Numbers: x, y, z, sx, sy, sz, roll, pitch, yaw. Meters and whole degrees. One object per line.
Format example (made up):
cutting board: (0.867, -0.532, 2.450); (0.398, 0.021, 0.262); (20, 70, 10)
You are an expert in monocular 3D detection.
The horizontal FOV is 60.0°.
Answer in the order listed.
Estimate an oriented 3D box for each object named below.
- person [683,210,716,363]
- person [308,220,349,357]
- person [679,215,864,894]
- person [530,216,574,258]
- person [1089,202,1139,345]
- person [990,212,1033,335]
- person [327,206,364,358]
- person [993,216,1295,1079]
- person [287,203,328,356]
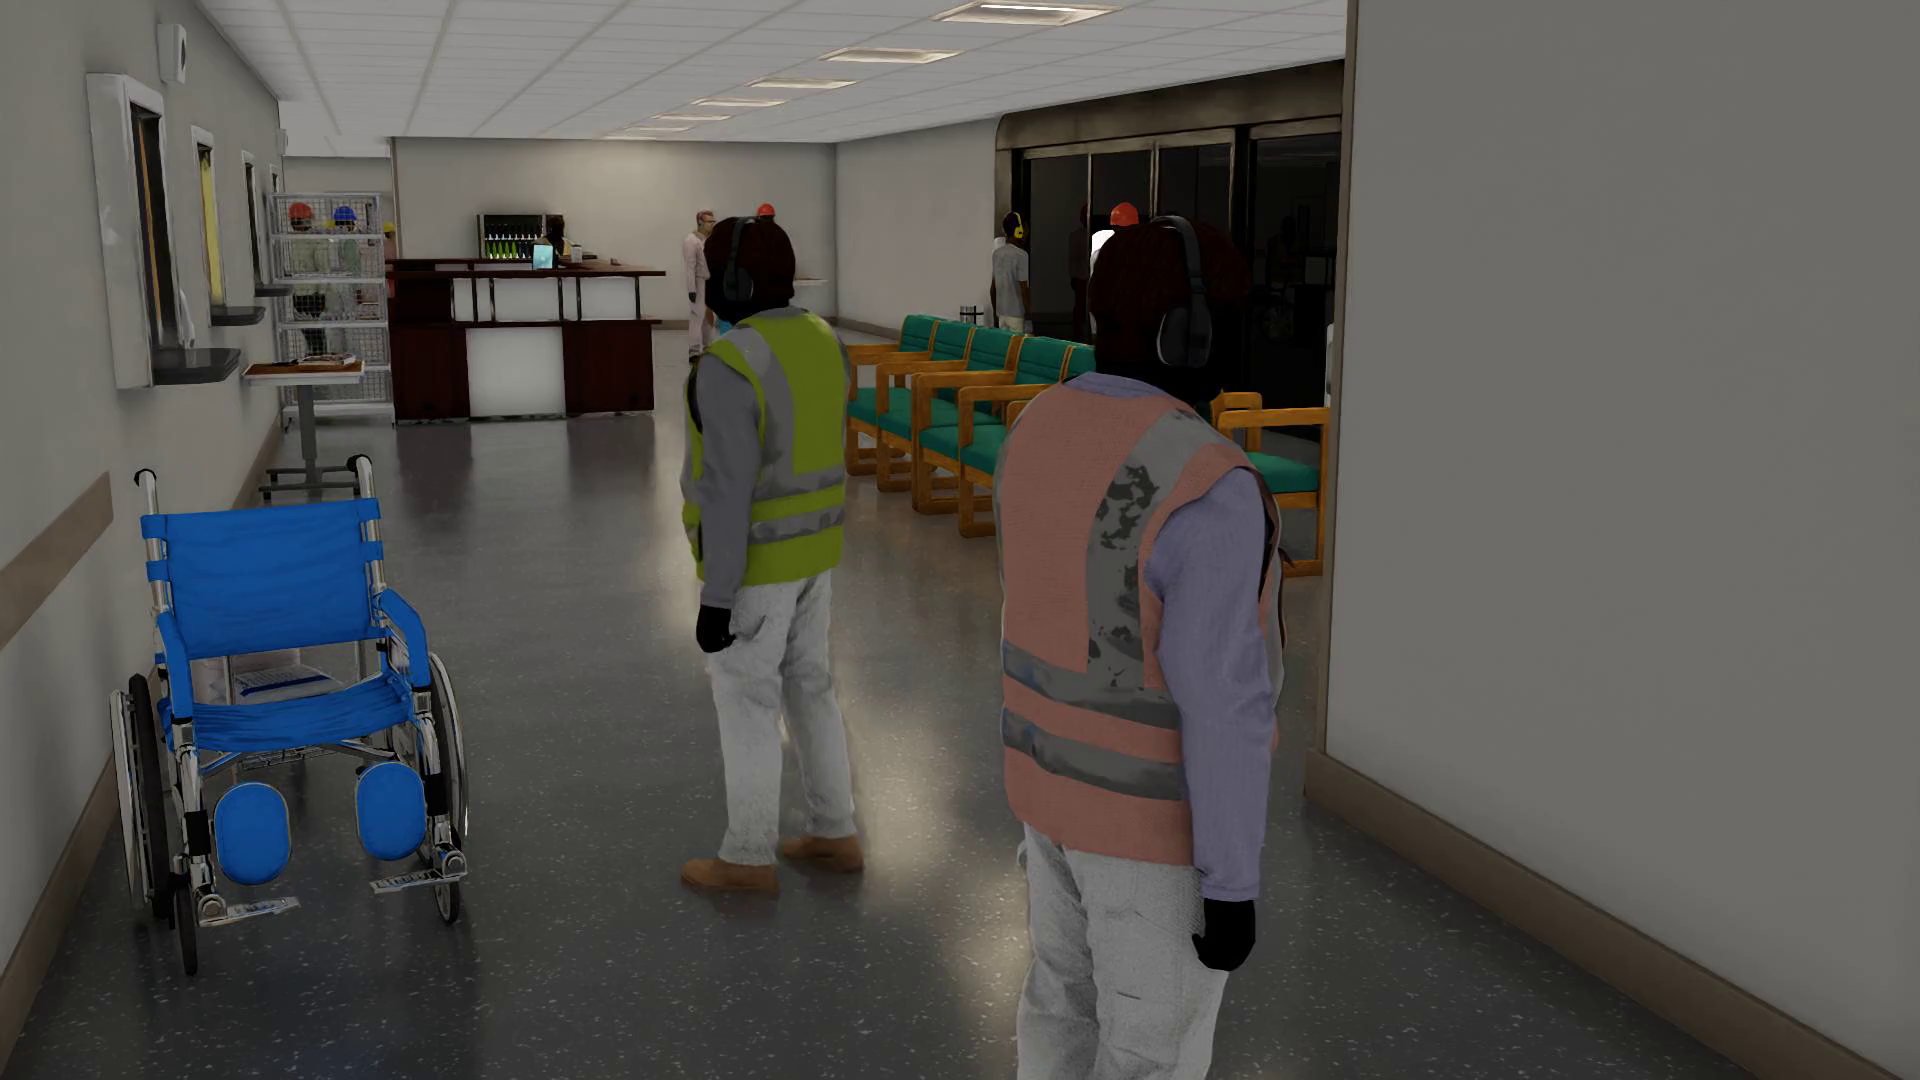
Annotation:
person: (-3.187, -3.168, 20.866); (0.399, 1.900, 0.644); (6, 12, 28)
person: (-7.983, -3.153, 21.067); (0.725, 1.784, 0.612); (-5, 12, -24)
person: (-0.535, 0.058, 4.490); (0.430, 1.846, 0.631); (5, 12, 25)
person: (-4.984, -3.072, 20.557); (0.429, 1.836, 0.632); (10, 15, 43)
person: (1.305, -1.722, 13.348); (0.551, 1.937, 0.357); (-4, 12, -20)
person: (0.479, -1.978, 14.838); (0.312, 1.869, 0.537); (-8, 13, -34)
person: (-7.369, -3.028, 20.021); (0.605, 1.948, 0.386); (11, 15, 43)
person: (0.289, 0.424, 2.621); (0.431, 1.836, 0.619); (-5, 12, -26)
person: (-7.447, -2.847, 18.999); (0.626, 1.998, 0.414); (8, 14, 36)
